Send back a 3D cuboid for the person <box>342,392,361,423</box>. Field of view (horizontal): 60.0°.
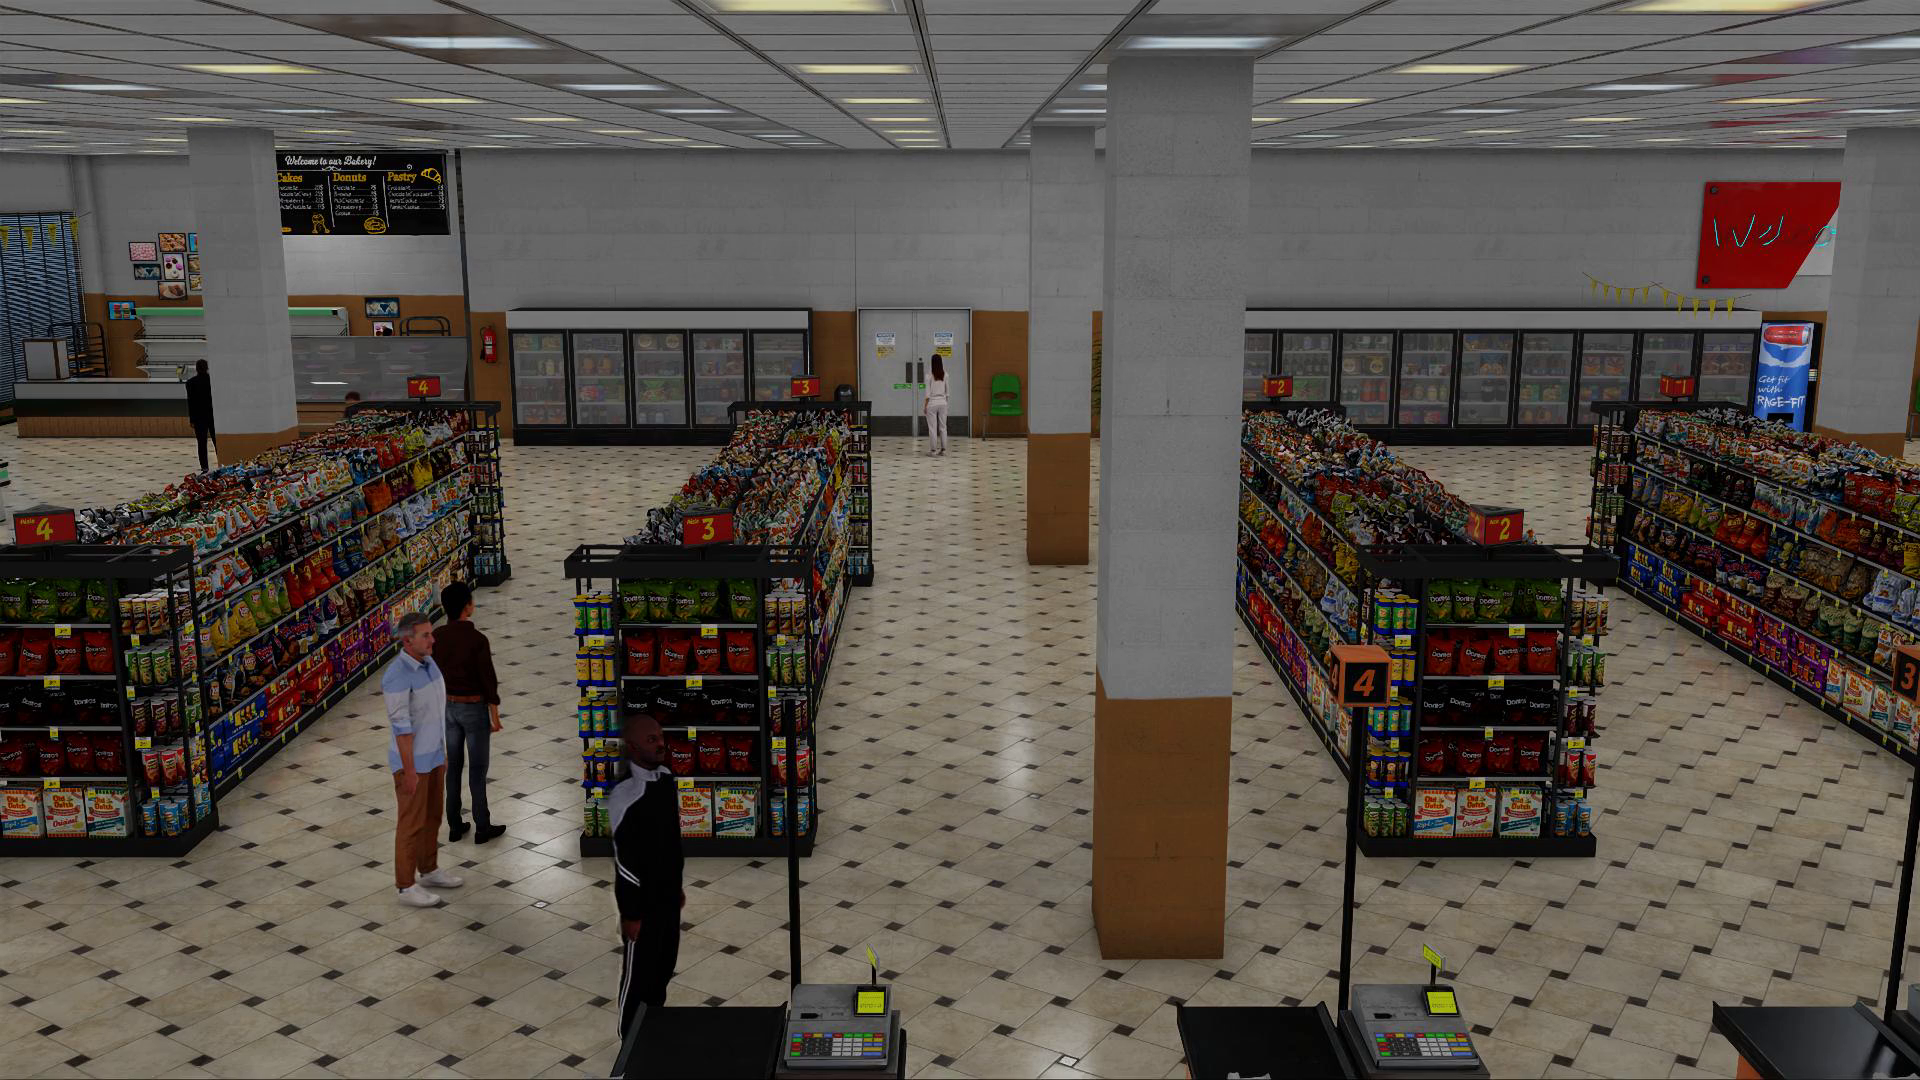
[{"bbox_3d":[-8.790,-1.441,24.319,0.631,1.410,1.032,2,12,8],"label":"person"}]

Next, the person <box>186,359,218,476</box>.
[{"bbox_3d":[-11.408,-1.835,25.197,0.784,1.818,0.834,-11,16,-41],"label":"person"}]

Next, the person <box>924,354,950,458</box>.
[{"bbox_3d":[-0.385,-2.212,27.304,0.686,1.688,0.692,-7,14,-29],"label":"person"}]

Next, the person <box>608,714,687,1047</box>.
[{"bbox_3d":[-1.549,1.730,8.243,0.788,1.828,0.613,4,13,20],"label":"person"}]

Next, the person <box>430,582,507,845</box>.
[{"bbox_3d":[-3.315,1.149,11.114,0.709,1.781,0.632,4,12,17],"label":"person"}]

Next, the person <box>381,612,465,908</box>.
[{"bbox_3d":[-3.331,1.318,10.209,0.755,1.824,0.546,1,12,7],"label":"person"}]
